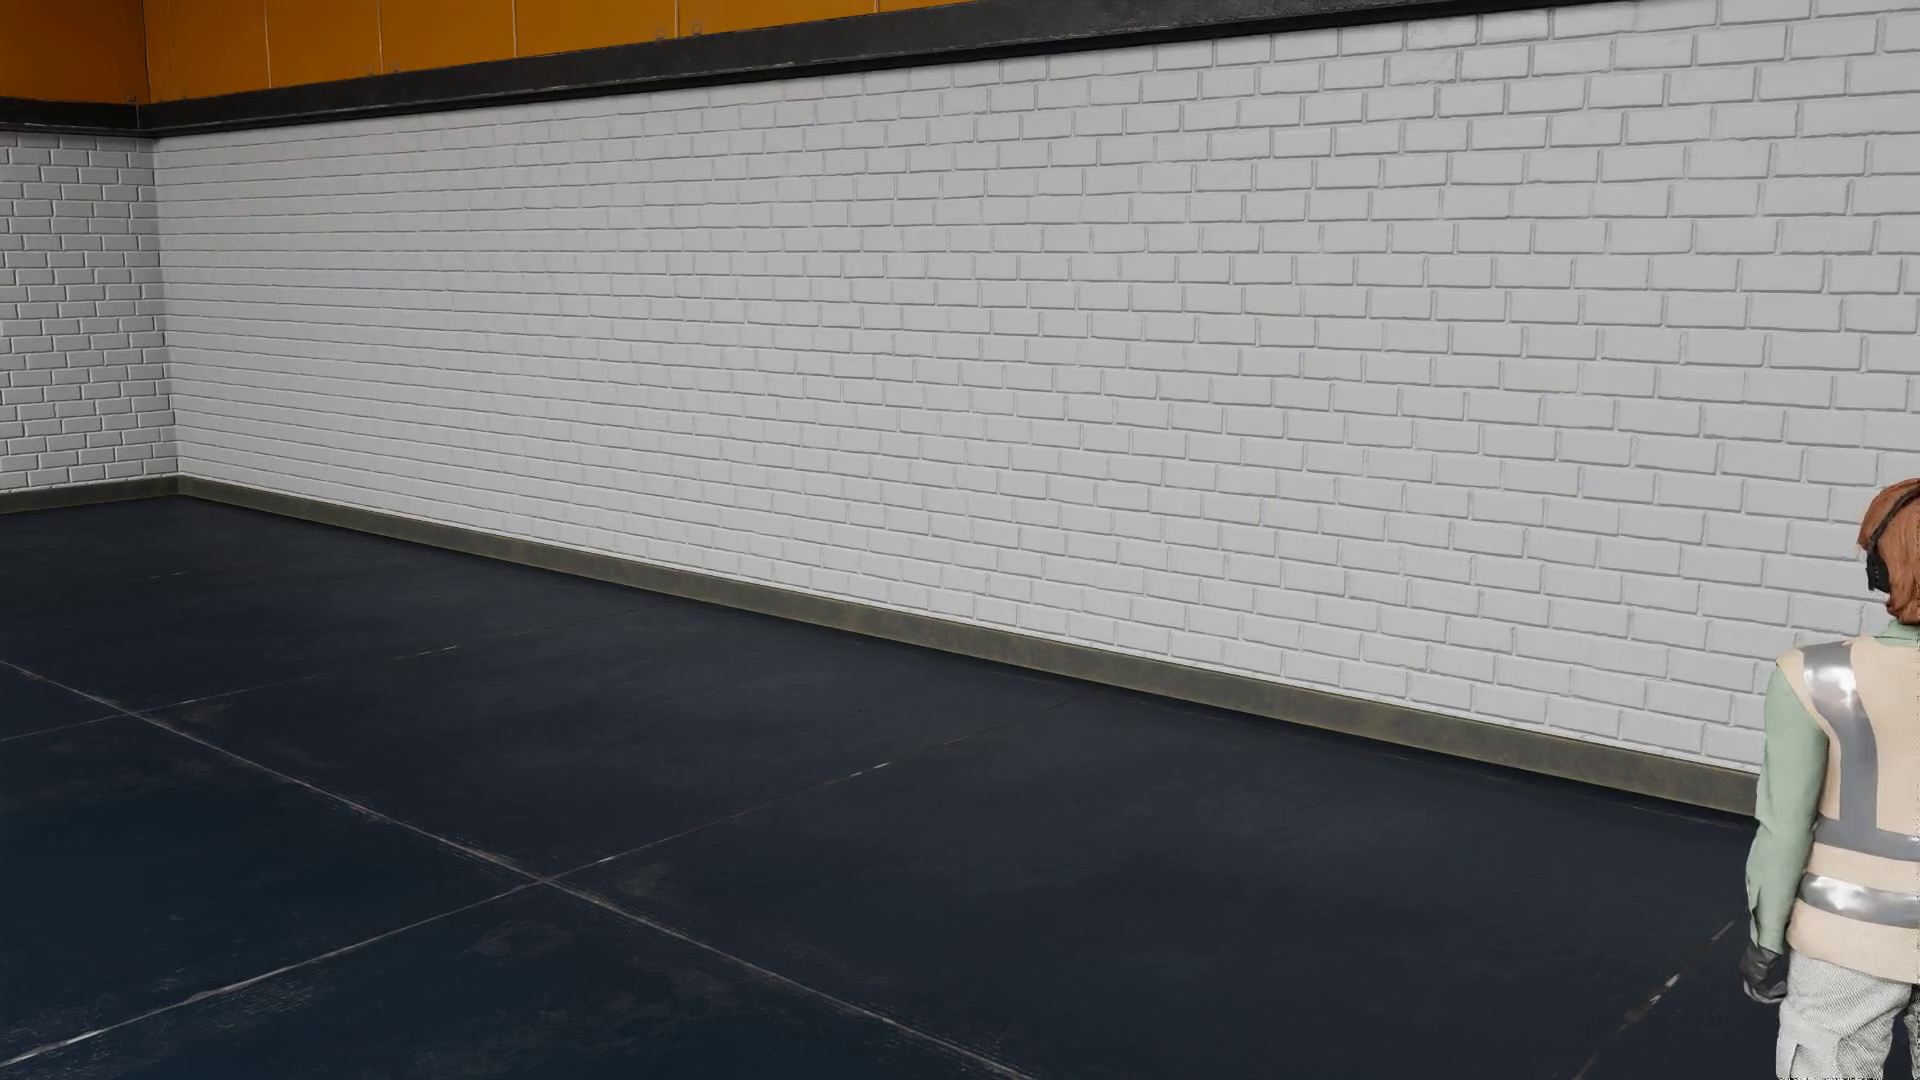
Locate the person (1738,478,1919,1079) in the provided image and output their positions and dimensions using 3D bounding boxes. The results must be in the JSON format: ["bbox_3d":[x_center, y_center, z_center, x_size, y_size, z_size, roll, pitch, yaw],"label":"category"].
[{"bbox_3d":[1.616,0.717,2.877,0.521,1.638,0.349,1,10,8],"label":"person"}]
